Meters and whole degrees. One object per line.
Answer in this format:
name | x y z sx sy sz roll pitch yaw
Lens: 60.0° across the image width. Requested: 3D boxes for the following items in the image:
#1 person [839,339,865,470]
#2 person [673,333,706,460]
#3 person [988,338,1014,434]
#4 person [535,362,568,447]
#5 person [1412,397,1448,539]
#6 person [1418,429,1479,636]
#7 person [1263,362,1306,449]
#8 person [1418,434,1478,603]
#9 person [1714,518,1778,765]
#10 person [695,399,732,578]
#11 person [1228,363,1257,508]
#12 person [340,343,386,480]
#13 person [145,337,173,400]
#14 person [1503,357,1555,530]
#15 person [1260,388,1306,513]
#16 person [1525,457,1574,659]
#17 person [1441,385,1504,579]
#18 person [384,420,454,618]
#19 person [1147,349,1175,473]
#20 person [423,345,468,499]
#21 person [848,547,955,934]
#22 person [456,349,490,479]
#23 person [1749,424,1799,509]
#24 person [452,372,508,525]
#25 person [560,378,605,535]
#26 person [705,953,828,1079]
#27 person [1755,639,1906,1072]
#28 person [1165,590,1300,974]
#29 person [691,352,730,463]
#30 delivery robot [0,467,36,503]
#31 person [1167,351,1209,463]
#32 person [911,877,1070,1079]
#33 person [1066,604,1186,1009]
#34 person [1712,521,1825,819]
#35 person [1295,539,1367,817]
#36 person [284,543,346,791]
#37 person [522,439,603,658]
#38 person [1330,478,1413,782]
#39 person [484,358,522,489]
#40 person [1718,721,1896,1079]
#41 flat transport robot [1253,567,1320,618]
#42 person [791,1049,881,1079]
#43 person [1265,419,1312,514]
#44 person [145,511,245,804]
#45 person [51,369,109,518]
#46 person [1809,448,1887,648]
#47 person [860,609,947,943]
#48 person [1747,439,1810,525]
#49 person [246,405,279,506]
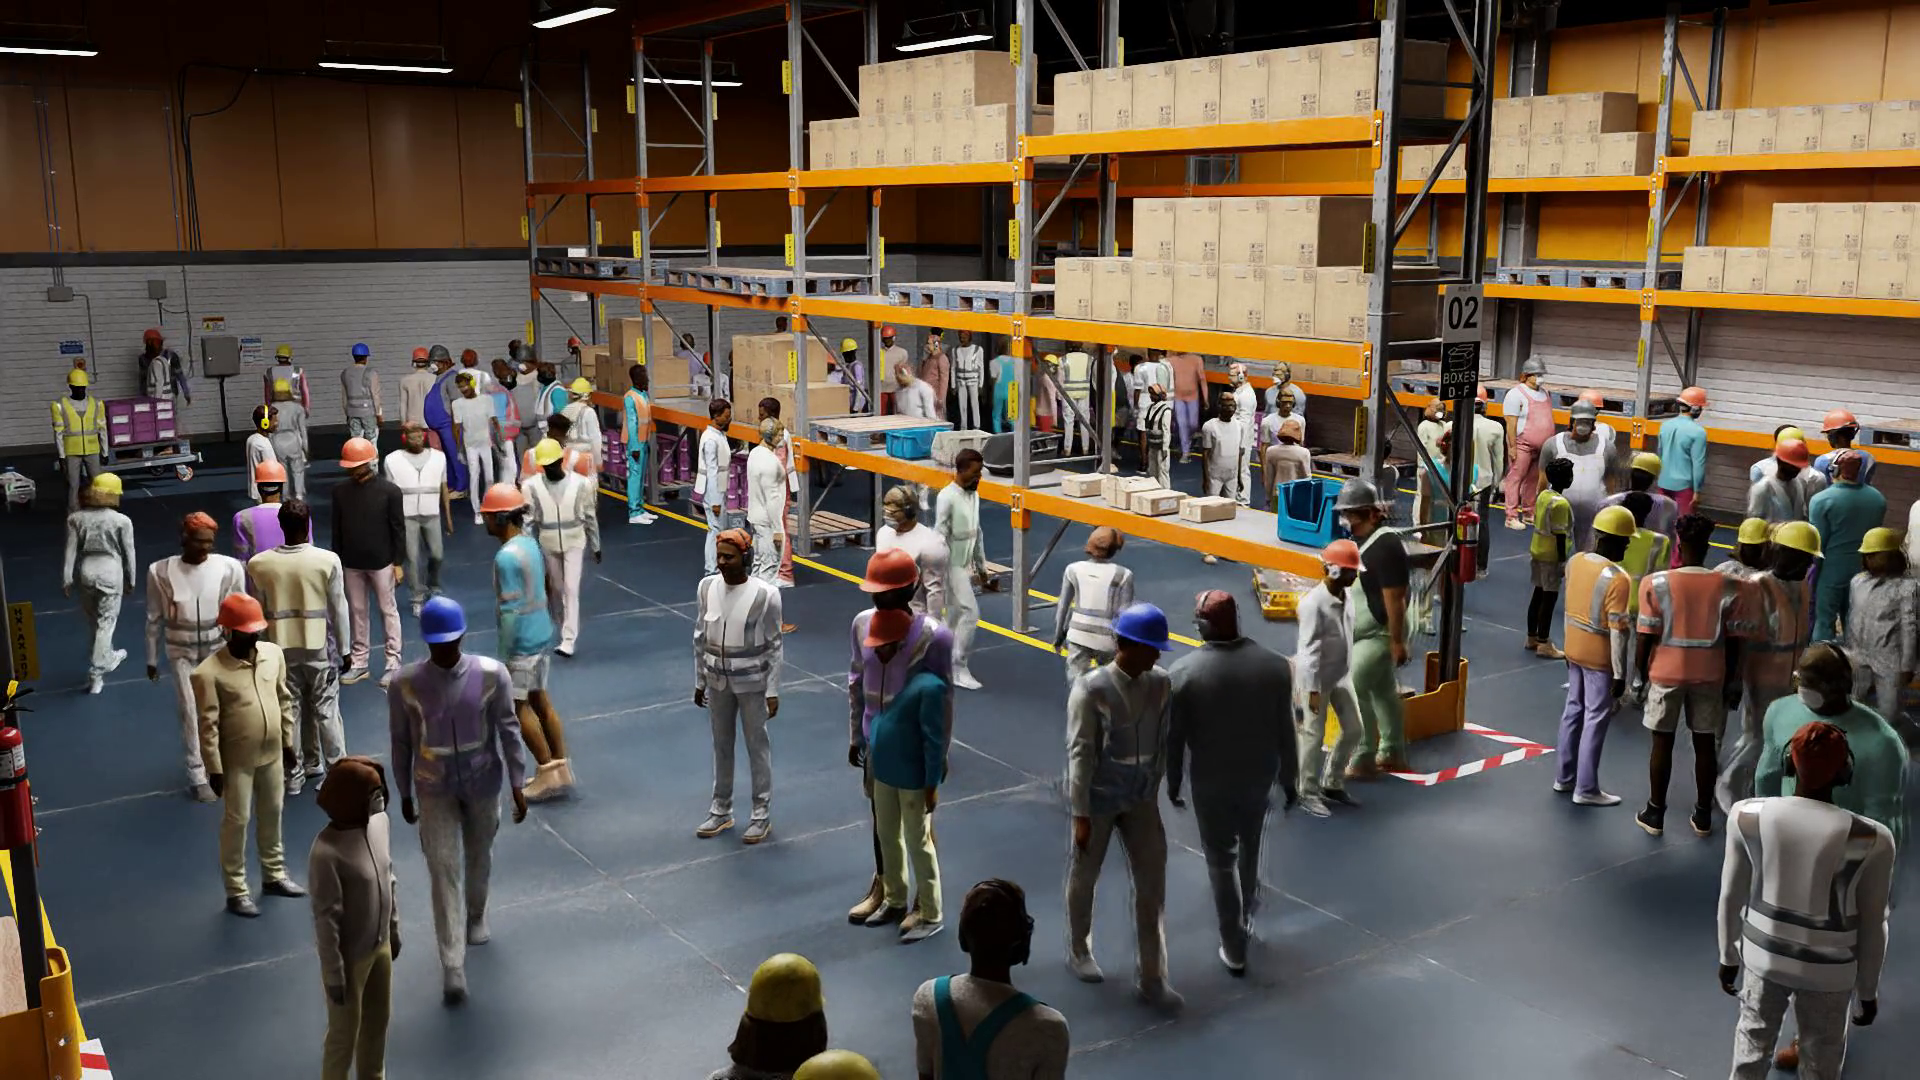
person | -1.580 -1.986 24.335 0.382 1.917 0.585 -3 11 -15
person | -4.114 -2.158 25.173 0.628 1.934 0.375 -1 11 -3
person | 0.707 -2.220 25.796 0.524 1.823 0.724 -6 12 -27
person | -5.253 -1.380 21.464 0.430 1.835 0.636 -6 13 -29
person | 5.420 -0.823 19.110 0.498 1.633 0.284 -9 14 -38
person | 4.318 -0.083 14.776 0.570 1.843 0.373 -4 12 -20
person | 3.957 -1.219 20.388 0.368 1.931 0.630 -8 14 -36
person | 4.670 -0.202 15.915 0.550 1.623 0.358 -1 11 -7
person | 5.185 0.709 10.985 0.493 1.743 0.312 5 12 26
person | -2.426 -0.458 16.549 0.411 1.906 0.602 0 11 -1
person | 3.423 -1.225 20.493 0.399 1.900 0.644 0 11 0
person | -8.304 -1.764 23.152 0.604 1.939 0.415 3 12 17
person | -12.064 -2.113 25.073 0.354 1.883 0.573 -3 12 -16
person | 6.782 -1.147 19.723 0.683 2.000 0.537 -7 13 -33
person | 3.539 -0.760 18.283 0.501 1.838 0.344 -2 11 -10
person | 4.983 0.143 14.001 0.317 1.695 0.540 0 11 0
person | 5.218 -0.593 17.004 0.625 1.992 0.388 1 11 8
person | -5.019 -0.206 15.456 0.587 1.851 0.416 -6 13 -29
person | 2.892 -1.933 23.981 0.400 1.949 0.605 3 11 15
person | -6.790 -1.559 21.833 0.536 2.000 0.684 -9 15 -40
person | -0.333 1.031 8.574 0.614 2.038 0.395 7 13 31
person | -6.911 -1.775 23.489 0.567 1.832 1.007 -6 13 -28
person | 7.083 -0.054 14.443 0.589 1.919 0.393 -4 12 -21
person | -5.808 -1.121 20.120 0.597 1.851 0.566 -6 13 -29
person | -4.384 -0.974 19.456 0.622 1.813 0.435 10 15 41
person | -0.489 1.979 4.552 0.482 1.725 0.419 5 12 22
person | 3.797 1.347 7.275 0.566 1.918 0.667 -6 13 -28
person | 1.327 1.166 8.351 0.682 1.858 0.834 -1 11 -7
person | -3.598 -1.850 24.055 0.575 1.749 0.335 -4 12 -17
delivery robot | -11.906 -0.675 20.879 0.707 0.478 0.477 10 15 41
person | 3.411 -2.145 25.079 0.671 1.951 0.637 2 11 11
person | 0.092 1.869 4.827 0.501 1.839 0.341 7 13 33
person | 0.783 1.248 7.805 0.639 1.896 0.900 -5 12 -24
person | 4.889 0.826 9.983 0.625 1.898 0.407 -6 13 -28
person | 2.295 0.856 10.260 0.611 1.736 0.417 -10 15 -42
person | -4.207 0.805 10.771 0.520 1.636 0.312 7 13 33
person | -3.365 0.048 14.075 0.651 1.850 1.014 -2 11 -8
person | 2.684 0.566 10.953 0.704 2.000 0.701 0 11 -1
person | -6.081 -1.536 22.296 0.539 1.817 0.629 -3 11 -13
person | 3.102 1.587 6.169 0.568 1.878 0.352 10 15 41
flat transport robot | 3.182 0.490 15.887 0.652 0.197 1.431 1 11 6
person | -0.360 2.053 3.707 0.630 1.908 0.418 -3 11 -13
person | 3.370 -0.428 17.087 0.498 1.633 0.279 7 13 32
person | -4.931 0.706 10.770 0.603 1.854 0.865 -6 13 -28
person | -10.332 -1.056 19.593 0.584 1.917 0.405 -9 14 -39
person | 6.831 0.238 12.977 0.642 1.909 0.399 -2 11 -12
person | -0.321 1.186 8.565 0.354 1.737 0.574 -11 15 -44
person | 6.782 0.088 13.798 0.778 1.897 0.570 -5 12 -23
person | -6.844 -0.409 16.436 0.336 1.856 0.530 -9 14 -38
